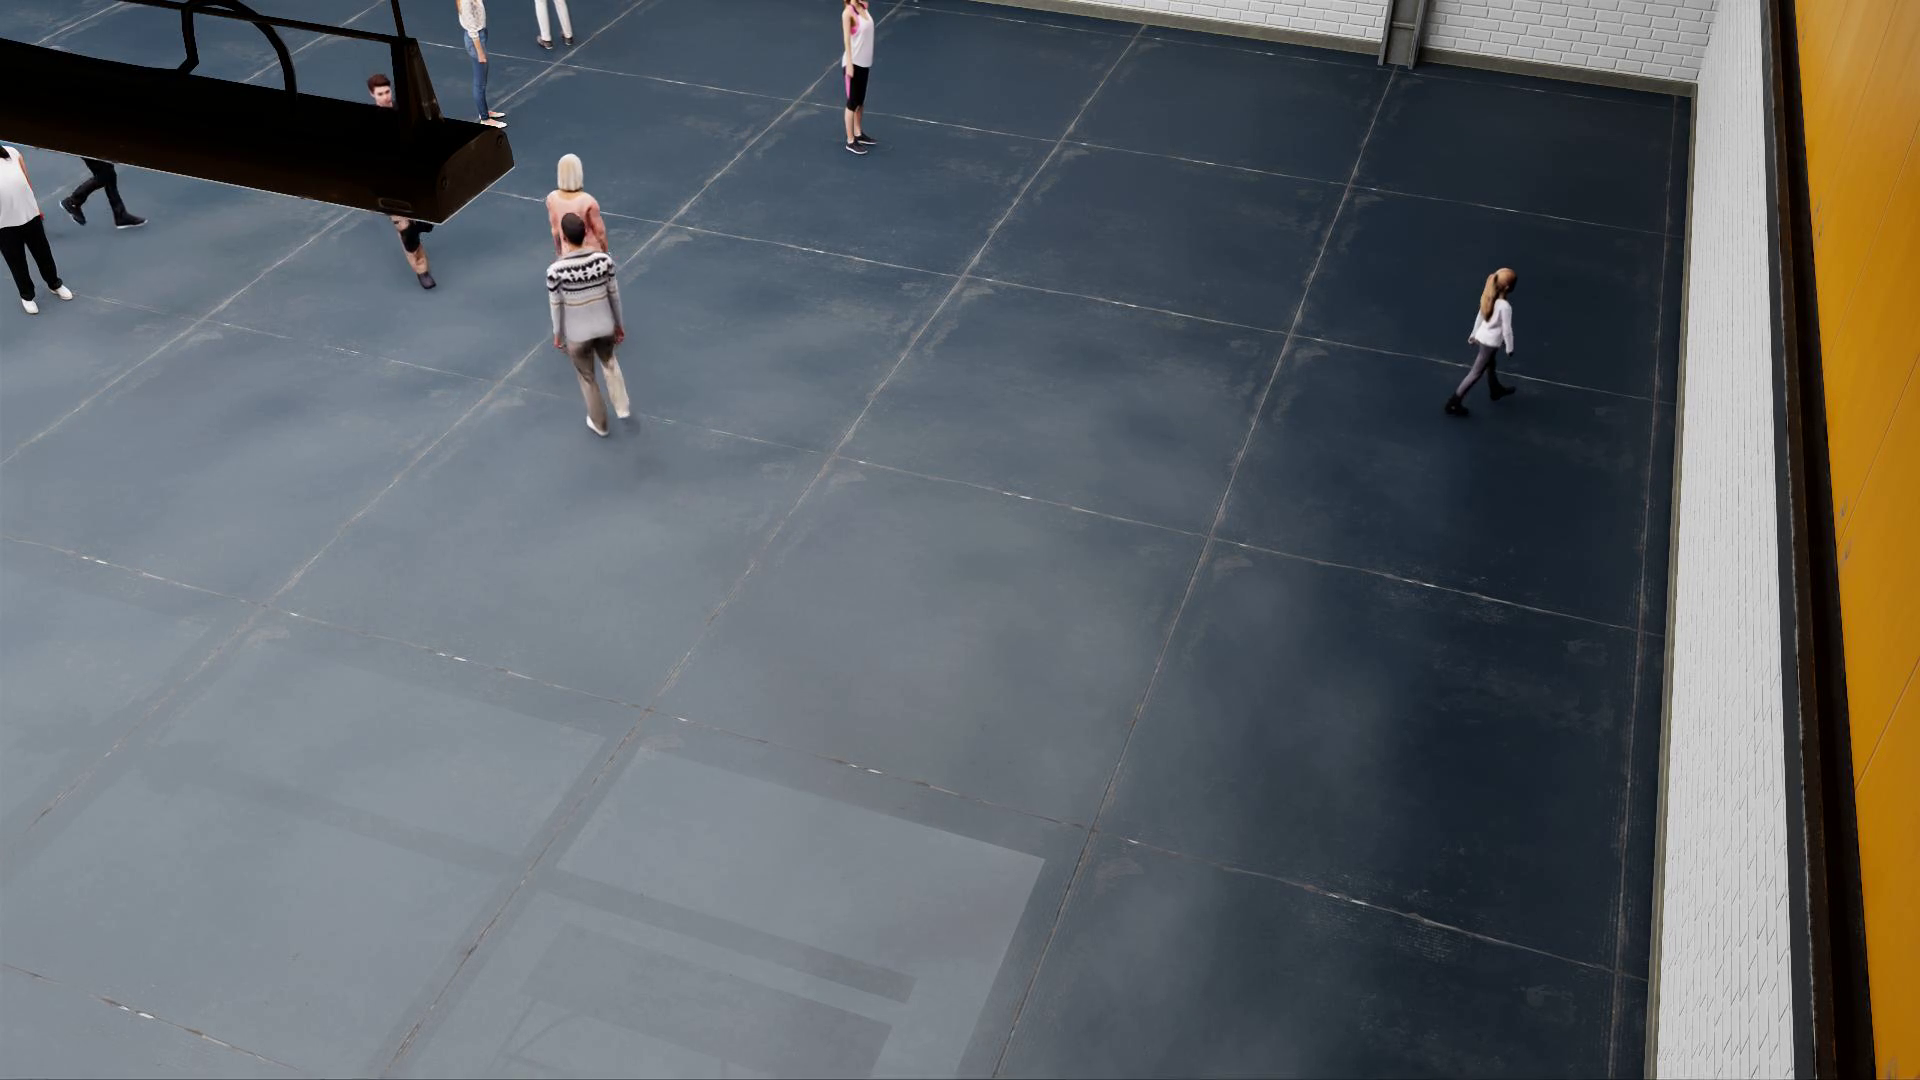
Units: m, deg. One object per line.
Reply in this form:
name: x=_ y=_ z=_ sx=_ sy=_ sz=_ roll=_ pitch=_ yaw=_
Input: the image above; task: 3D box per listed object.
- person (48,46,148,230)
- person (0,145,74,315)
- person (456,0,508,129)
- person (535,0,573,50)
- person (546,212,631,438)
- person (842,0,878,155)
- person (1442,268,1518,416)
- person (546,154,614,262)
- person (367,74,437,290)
person: x=-8.097 y=-3.649 z=15.273 sx=1.033 sy=1.785 sz=0.898 roll=-7 pitch=39 yaw=-9
person: x=-8.124 y=-2.795 z=14.281 sx=0.735 sy=1.688 sz=0.740 roll=30 pitch=47 yaw=32
person: x=-5.004 y=-5.128 z=17.170 sx=0.679 sy=1.729 sz=0.654 roll=-9 pitch=39 yaw=-11
person: x=-4.702 y=-6.482 z=18.807 sx=0.742 sy=1.803 sz=0.772 roll=-25 pitch=45 yaw=-28
person: x=-2.787 y=-1.563 z=12.613 sx=0.804 sy=1.846 sz=0.838 roll=-23 pitch=44 yaw=-26
person: x=-1.043 y=-4.792 z=16.704 sx=0.536 sy=1.786 sz=0.618 roll=17 pitch=42 yaw=20
person: x=4.087 y=-1.532 z=13.049 sx=0.956 sy=1.252 sz=0.781 roll=-7 pitch=39 yaw=-9
person: x=-3.139 y=-2.323 z=13.670 sx=0.582 sy=1.714 sz=0.669 roll=10 pitch=40 yaw=12
person: x=-4.915 y=-3.180 z=14.586 sx=1.040 sy=1.909 sz=1.148 roll=-22 pitch=44 yaw=-25
